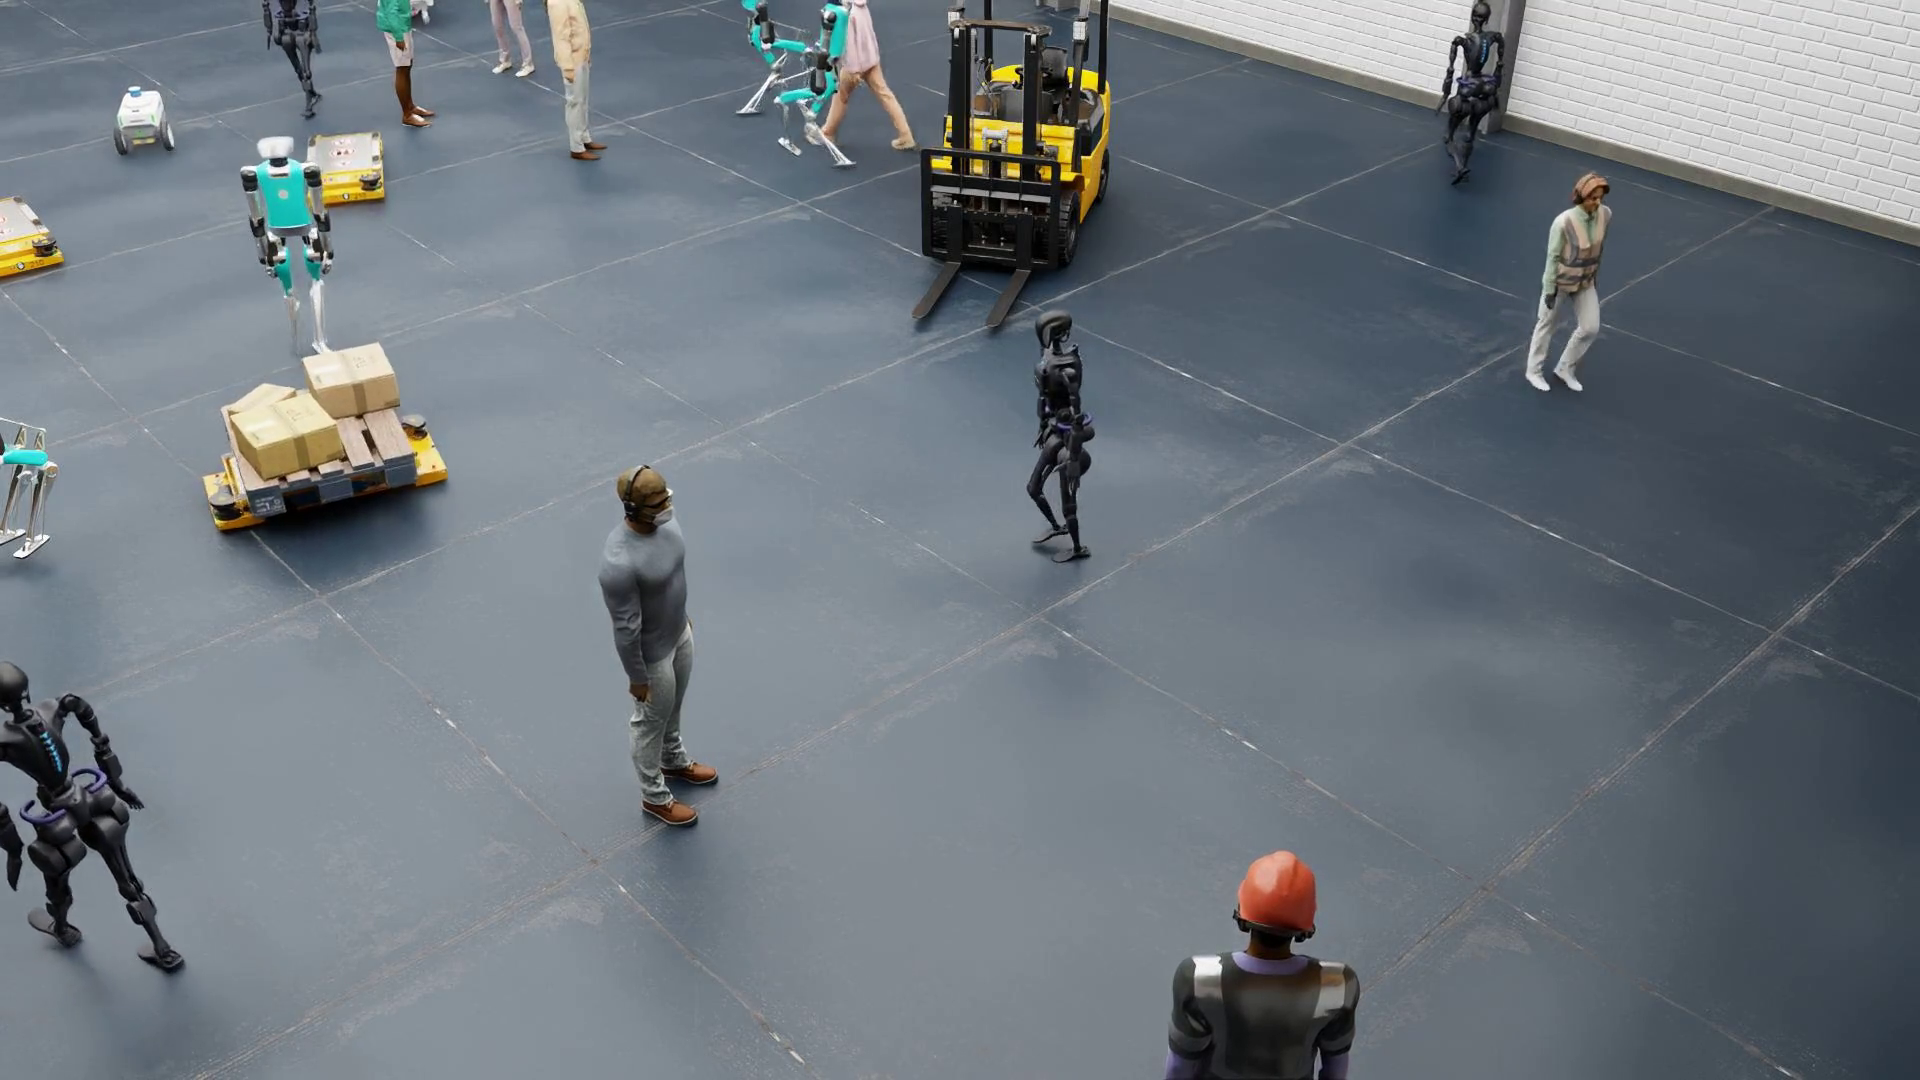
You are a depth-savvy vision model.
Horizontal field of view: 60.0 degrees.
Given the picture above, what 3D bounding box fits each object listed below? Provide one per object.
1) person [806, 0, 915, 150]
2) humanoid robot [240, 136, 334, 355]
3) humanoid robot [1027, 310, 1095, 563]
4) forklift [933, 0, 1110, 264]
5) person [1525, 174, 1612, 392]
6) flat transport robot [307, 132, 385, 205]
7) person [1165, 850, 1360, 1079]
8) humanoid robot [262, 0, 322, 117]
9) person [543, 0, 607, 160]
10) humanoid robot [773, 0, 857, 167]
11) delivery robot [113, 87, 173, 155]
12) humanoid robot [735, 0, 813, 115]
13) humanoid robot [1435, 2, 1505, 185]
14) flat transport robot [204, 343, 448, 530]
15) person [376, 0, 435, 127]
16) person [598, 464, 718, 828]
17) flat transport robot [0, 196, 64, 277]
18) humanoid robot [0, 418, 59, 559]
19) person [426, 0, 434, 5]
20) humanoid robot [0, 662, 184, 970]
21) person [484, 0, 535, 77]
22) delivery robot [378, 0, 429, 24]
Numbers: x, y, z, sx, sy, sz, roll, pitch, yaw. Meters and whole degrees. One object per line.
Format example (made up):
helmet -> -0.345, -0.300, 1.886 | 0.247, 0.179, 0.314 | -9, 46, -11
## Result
person -> -0.939, -4.548, 15.872 | 1.111, 1.690, 0.544 | 13, 35, 19
humanoid robot -> -4.818, -2.120, 12.133 | 0.562, 1.825, 0.738 | -10, 34, -15
humanoid robot -> 0.614, -0.593, 9.802 | 0.368, 1.642, 0.609 | -10, 34, -16
forklift -> 0.570, -3.725, 14.138 | 1.214, 2.155, 2.313 | 9, 34, 13
person -> 4.290, -1.766, 11.643 | 0.541, 1.621, 0.513 | -14, 35, -20
flat transport robot -> -5.739, -3.491, 15.539 | 0.659, 0.231, 1.431 | -9, 34, -14
person -> 0.991, 1.862, 5.687 | 0.613, 2.040, 0.387 | 1, 33, 2
humanoid robot -> -6.770, -5.147, 16.829 | 0.585, 1.628, 0.742 | 3, 33, 5
person -> -3.660, -4.545, 15.689 | 0.409, 1.875, 0.565 | 2, 33, 4
humanoid robot -> -1.438, -4.311, 15.497 | 1.018, 1.731, 0.542 | 9, 34, 14
delivery robot -> -7.978, -4.106, 16.224 | 0.499, 0.598, 0.789 | -10, 34, -15
humanoid robot -> -1.800, -5.157, 16.808 | 1.048, 1.779, 0.532 | -15, 36, -21
humanoid robot -> 4.671, -4.024, 15.069 | 0.609, 1.636, 0.477 | -7, 34, -10
flat transport robot -> -4.147, -0.446, 10.859 | 1.431, 0.231, 0.659 | -16, 36, -23
person -> -5.566, -5.054, 16.493 | 0.400, 1.850, 0.492 | -3, 33, -5
person -> -1.435, 0.487, 7.896 | 0.355, 1.937, 0.634 | 7, 34, 11
flat transport robot -> -8.174, -2.584, 14.144 | 0.659, 0.231, 1.431 | -23, 40, -31
humanoid robot -> -5.703, -0.699, 9.784 | 0.533, 1.672, 0.735 | 15, 36, 21
person -> -6.696, -7.355, 20.012 | 0.809, 1.868, 0.417 | -24, 40, -32
humanoid robot -> -3.844, 1.164, 7.121 | 0.756, 1.625, 0.611 | 17, 37, 25
person -> -4.891, -5.847, 17.800 | 0.526, 1.753, 0.374 | 21, 39, 29
delivery robot -> -6.637, -6.476, 19.863 | 0.499, 0.592, 0.774 | -19, 37, -26
